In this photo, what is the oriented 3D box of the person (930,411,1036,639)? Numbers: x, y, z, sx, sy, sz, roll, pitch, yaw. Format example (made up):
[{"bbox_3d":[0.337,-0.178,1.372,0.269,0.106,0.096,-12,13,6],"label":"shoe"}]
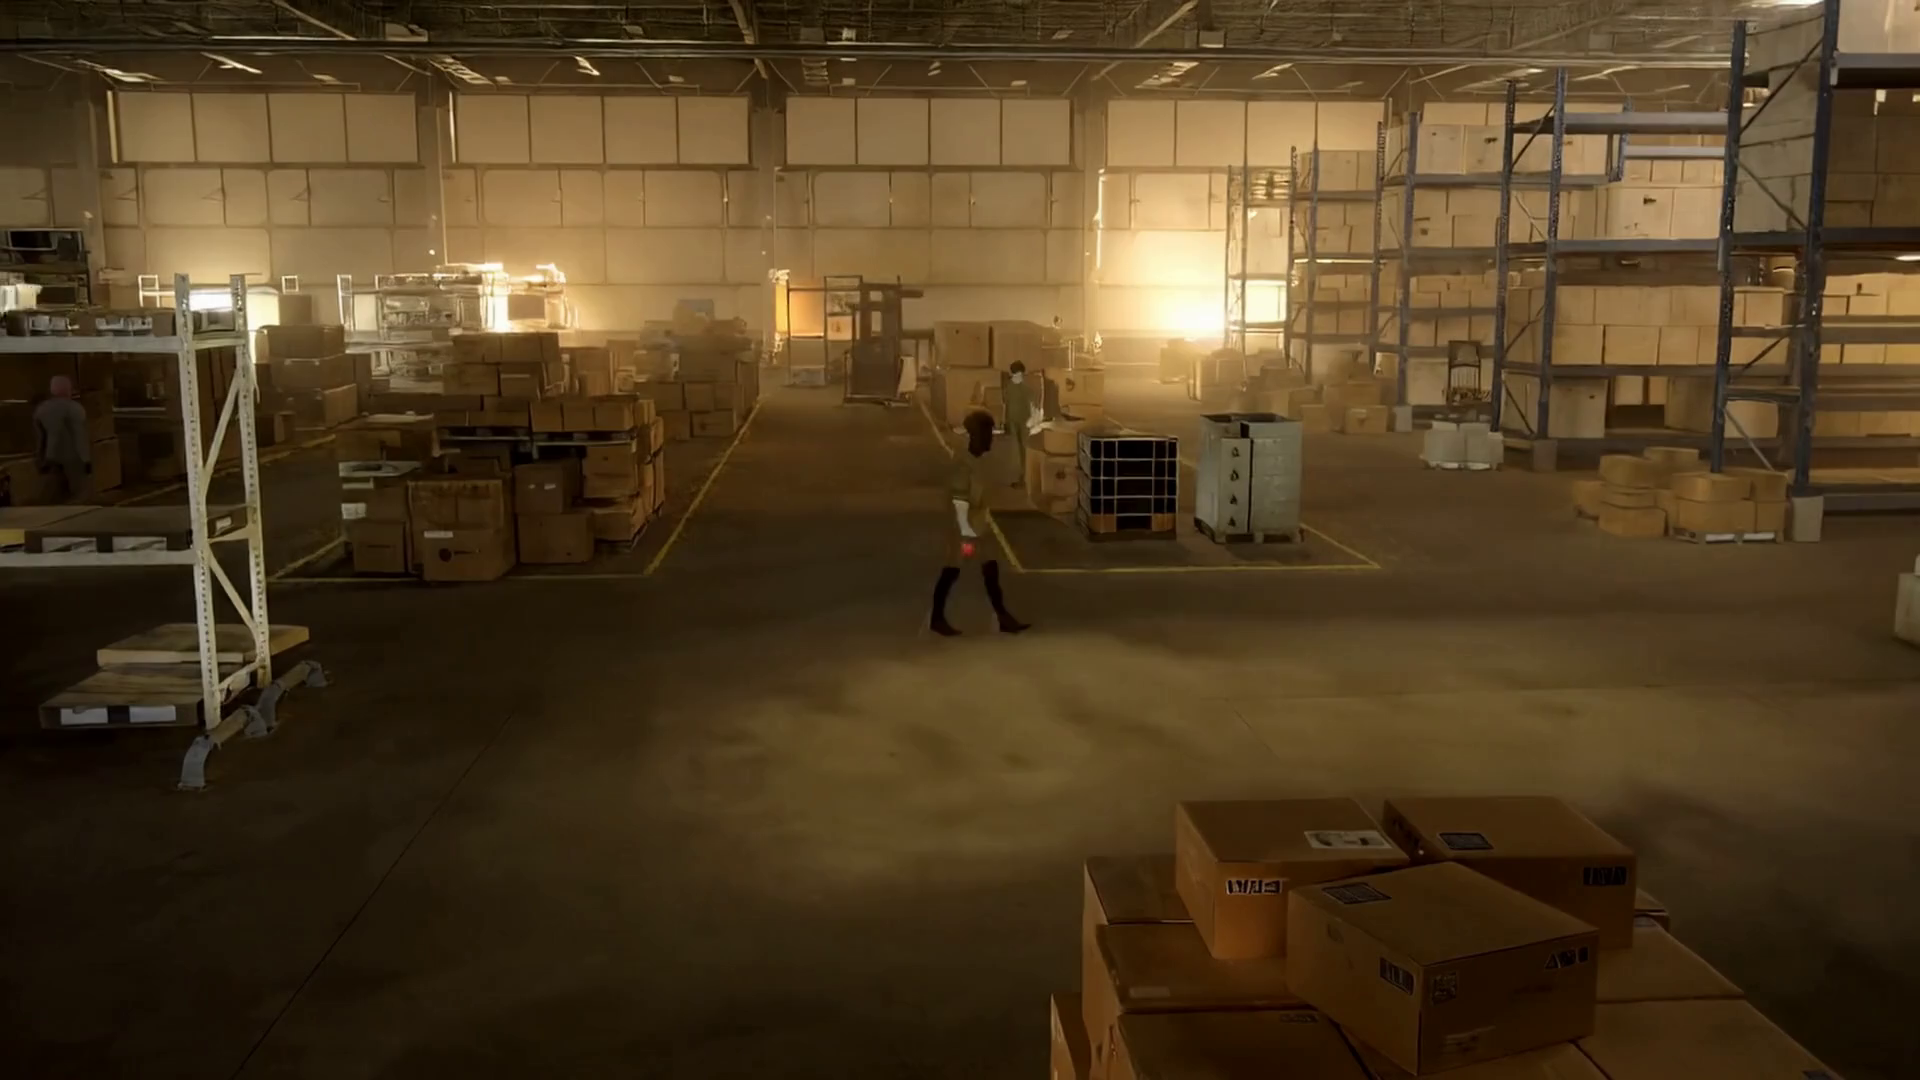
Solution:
[{"bbox_3d":[0.168,-0.105,13.682,0.971,1.913,0.636,4,10,26],"label":"person"}]

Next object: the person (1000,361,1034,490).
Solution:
[{"bbox_3d":[0.823,-1.658,23.765,0.495,1.827,0.965,0,9,3],"label":"person"}]

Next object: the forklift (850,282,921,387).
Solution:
[{"bbox_3d":[-2.030,-5.547,44.862,1.873,2.768,1.129,-1,9,-4],"label":"forklift"}]

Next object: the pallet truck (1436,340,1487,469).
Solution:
[{"bbox_3d":[8.004,-2.170,26.422,0.823,1.965,1.885,2,9,14],"label":"pallet truck"}]

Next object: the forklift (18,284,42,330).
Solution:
[{"bbox_3d":[-20.098,-4.148,36.077,1.873,2.768,1.129,-5,10,-30],"label":"forklift"}]

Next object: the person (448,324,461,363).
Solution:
[{"bbox_3d":[-11.695,-4.044,38.517,0.980,1.890,0.565,-3,10,-19],"label":"person"}]

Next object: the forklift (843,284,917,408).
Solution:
[{"bbox_3d":[-1.820,-4.515,38.378,1.129,2.768,1.873,3,10,21],"label":"forklift"}]

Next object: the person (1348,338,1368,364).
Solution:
[{"bbox_3d":[8.842,-3.671,37.000,0.390,1.627,0.522,-7,11,-37],"label":"person"}]

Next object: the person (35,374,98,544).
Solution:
[{"bbox_3d":[-10.005,-0.897,18.662,0.650,1.918,0.453,2,9,13],"label":"person"}]
